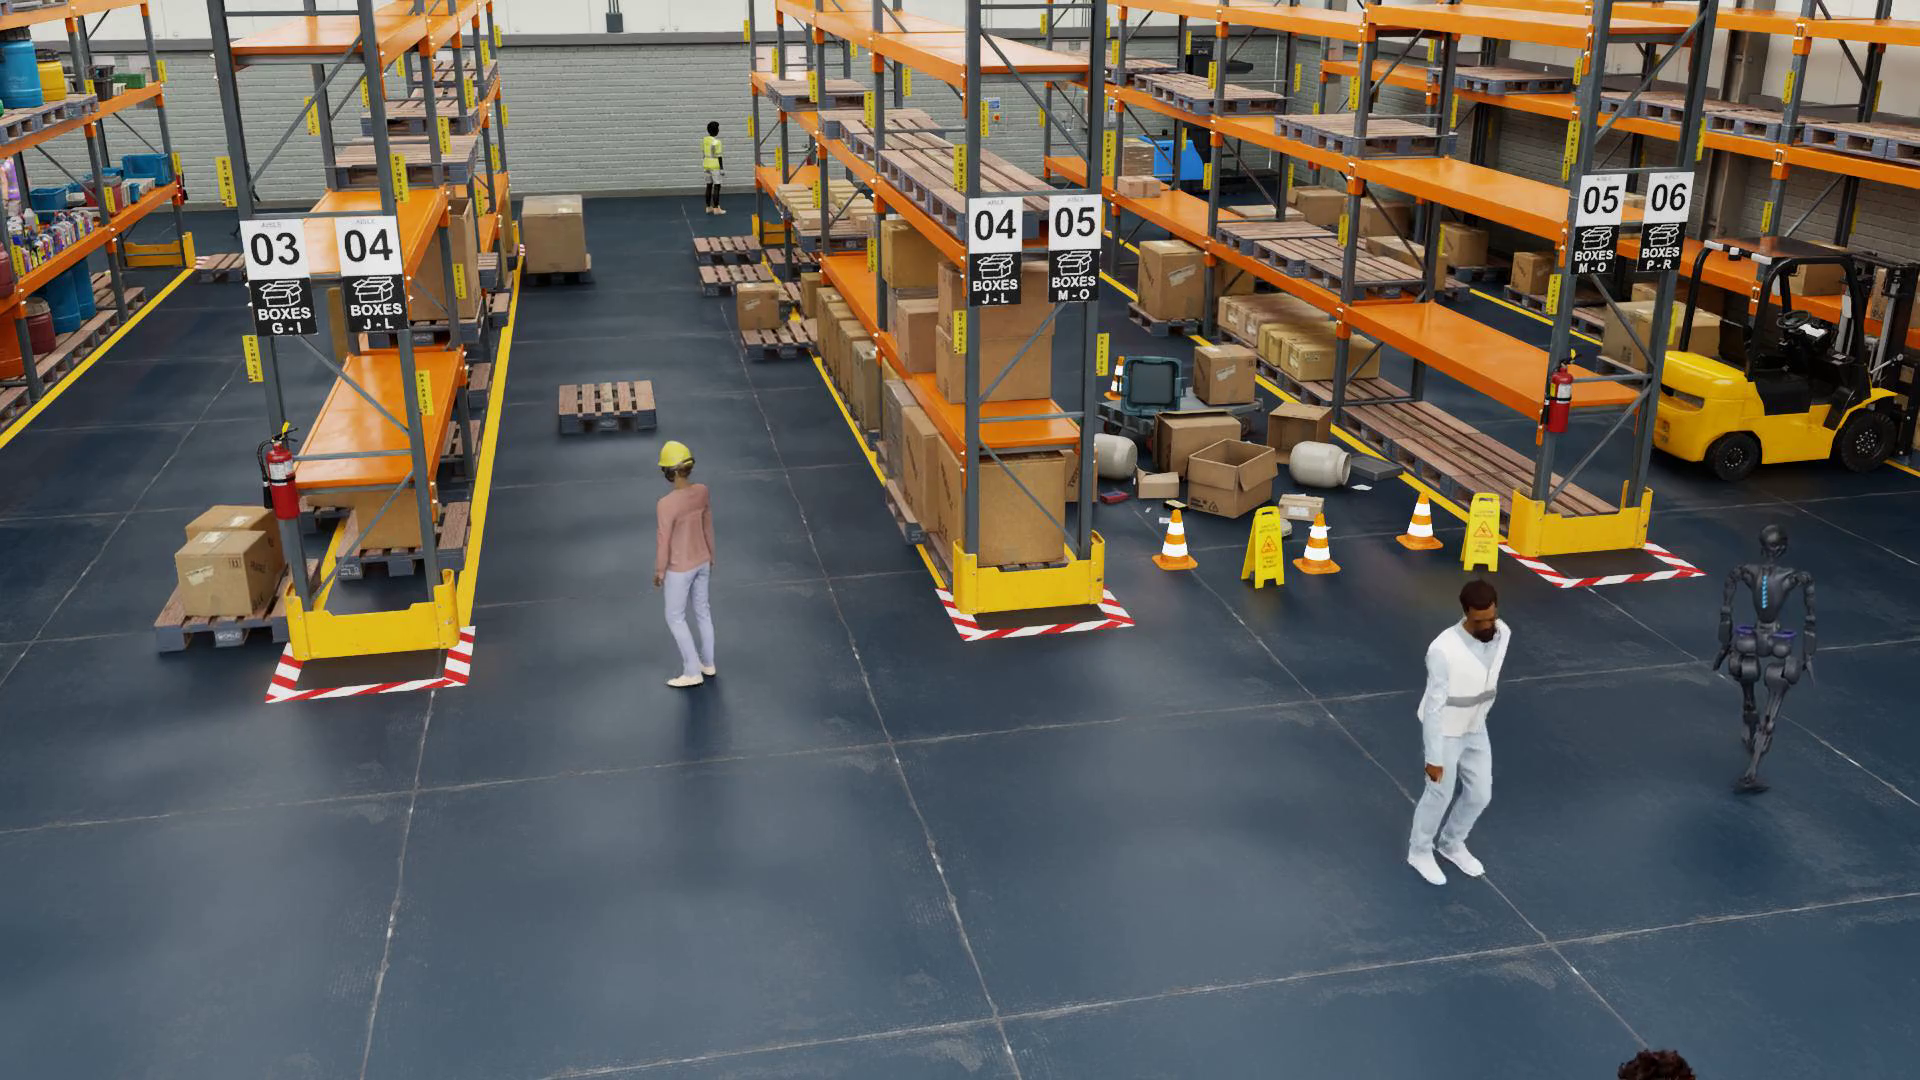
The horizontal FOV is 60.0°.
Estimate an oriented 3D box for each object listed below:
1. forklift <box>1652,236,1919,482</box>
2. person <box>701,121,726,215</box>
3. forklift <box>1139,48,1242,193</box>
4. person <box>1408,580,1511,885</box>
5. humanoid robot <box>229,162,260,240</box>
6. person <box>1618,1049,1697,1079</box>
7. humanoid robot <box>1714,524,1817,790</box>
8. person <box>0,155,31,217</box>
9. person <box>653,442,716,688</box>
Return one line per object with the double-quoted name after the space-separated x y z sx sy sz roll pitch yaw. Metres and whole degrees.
8.013 -1.814 16.330 2.313 2.155 1.214 -4 21 -12 "forklift"
-4.531 -6.835 30.569 0.537 1.687 0.319 18 27 39 "person"
4.566 -8.313 32.860 1.873 2.768 1.129 -4 21 -12 "forklift"
2.688 1.046 9.078 0.610 1.877 0.503 -12 23 -28 "person"
-12.101 -5.811 27.909 0.737 1.654 0.610 7 21 18 "humanoid robot"
2.202 2.413 5.348 0.612 1.924 0.988 14 25 34 "person"
5.028 0.703 10.375 0.620 1.613 0.797 15 25 35 "humanoid robot"
-15.370 -5.564 27.150 0.351 1.688 0.489 11 23 26 "person"
-1.912 0.170 11.614 0.372 1.754 0.541 10 23 26 "person"
